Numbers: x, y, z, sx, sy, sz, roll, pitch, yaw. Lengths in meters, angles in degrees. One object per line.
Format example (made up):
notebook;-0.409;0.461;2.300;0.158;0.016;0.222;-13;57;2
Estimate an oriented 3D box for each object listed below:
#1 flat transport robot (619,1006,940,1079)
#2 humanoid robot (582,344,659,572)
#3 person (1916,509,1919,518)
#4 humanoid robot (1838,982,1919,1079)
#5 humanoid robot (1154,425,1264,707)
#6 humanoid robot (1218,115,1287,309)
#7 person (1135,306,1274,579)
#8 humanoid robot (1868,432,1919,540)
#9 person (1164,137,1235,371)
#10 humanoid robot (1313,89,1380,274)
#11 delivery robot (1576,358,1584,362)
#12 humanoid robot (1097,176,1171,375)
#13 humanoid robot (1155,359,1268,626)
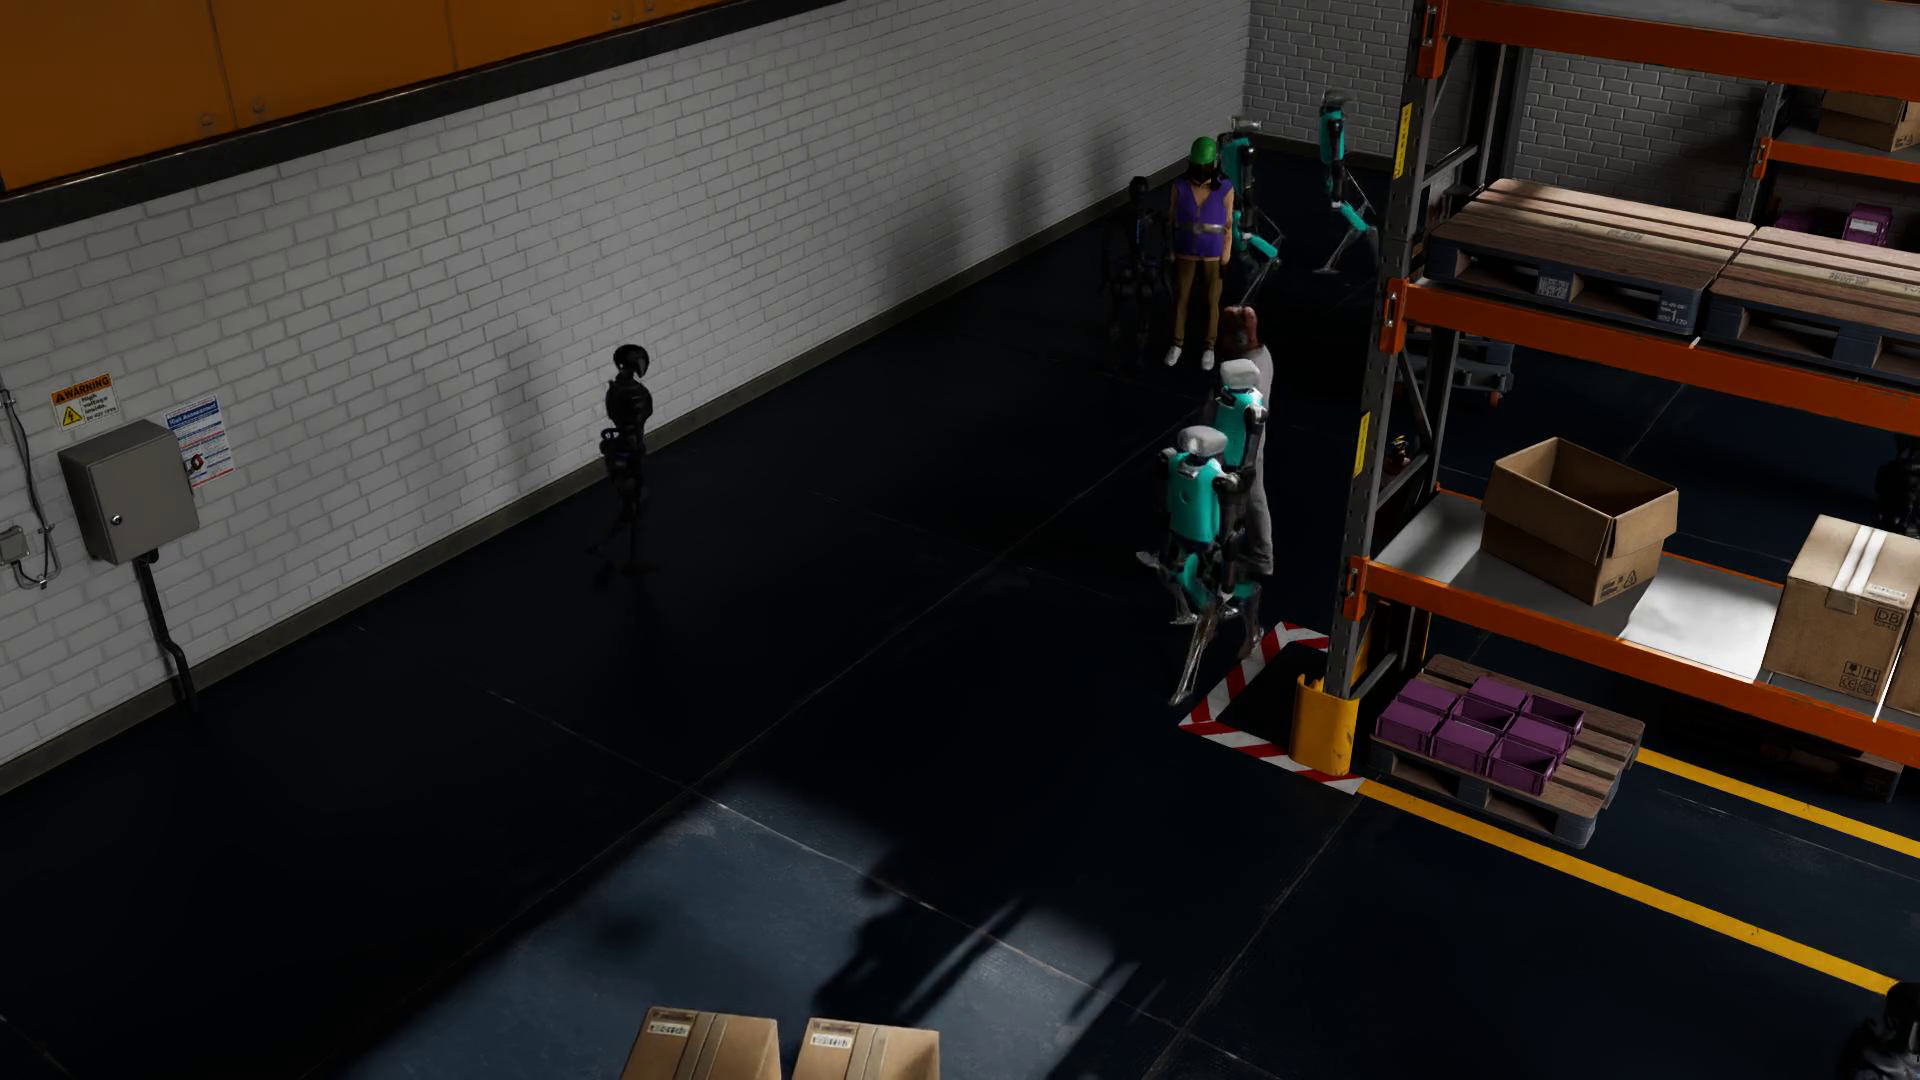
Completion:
flat transport robot;-0.684;2.711;6.336;0.659;0.231;1.431;4;30;7
humanoid robot;-2.173;-0.481;10.481;0.534;1.625;0.617;-12;32;-19
person;6.773;-0.902;10.999;0.391;1.875;0.566;-1;30;-1
humanoid robot;3.089;2.157;5.886;0.608;1.641;0.391;-18;34;-28
humanoid robot;1.534;0.058;9.492;0.965;1.763;0.530;-26;39;-37
humanoid robot;2.547;-2.746;14.445;0.720;1.907;0.546;-9;31;-15
person;1.643;-0.602;10.489;0.907;1.865;0.646;11;32;19
humanoid robot;5.336;0.049;9.603;0.794;1.630;0.589;10;31;16
person;1.920;-2.313;13.403;0.529;1.924;0.428;7;31;12
humanoid robot;3.648;-3.187;15.145;0.932;1.809;0.552;0;30;0
delivery robot;5.411;-1.797;13.877;0.501;0.600;0.771;6;31;11
humanoid robot;1.397;-2.103;13.268;0.591;1.647;0.335;1;30;1
humanoid robot;1.423;-0.199;9.932;0.847;1.787;0.546;-9;31;-15
